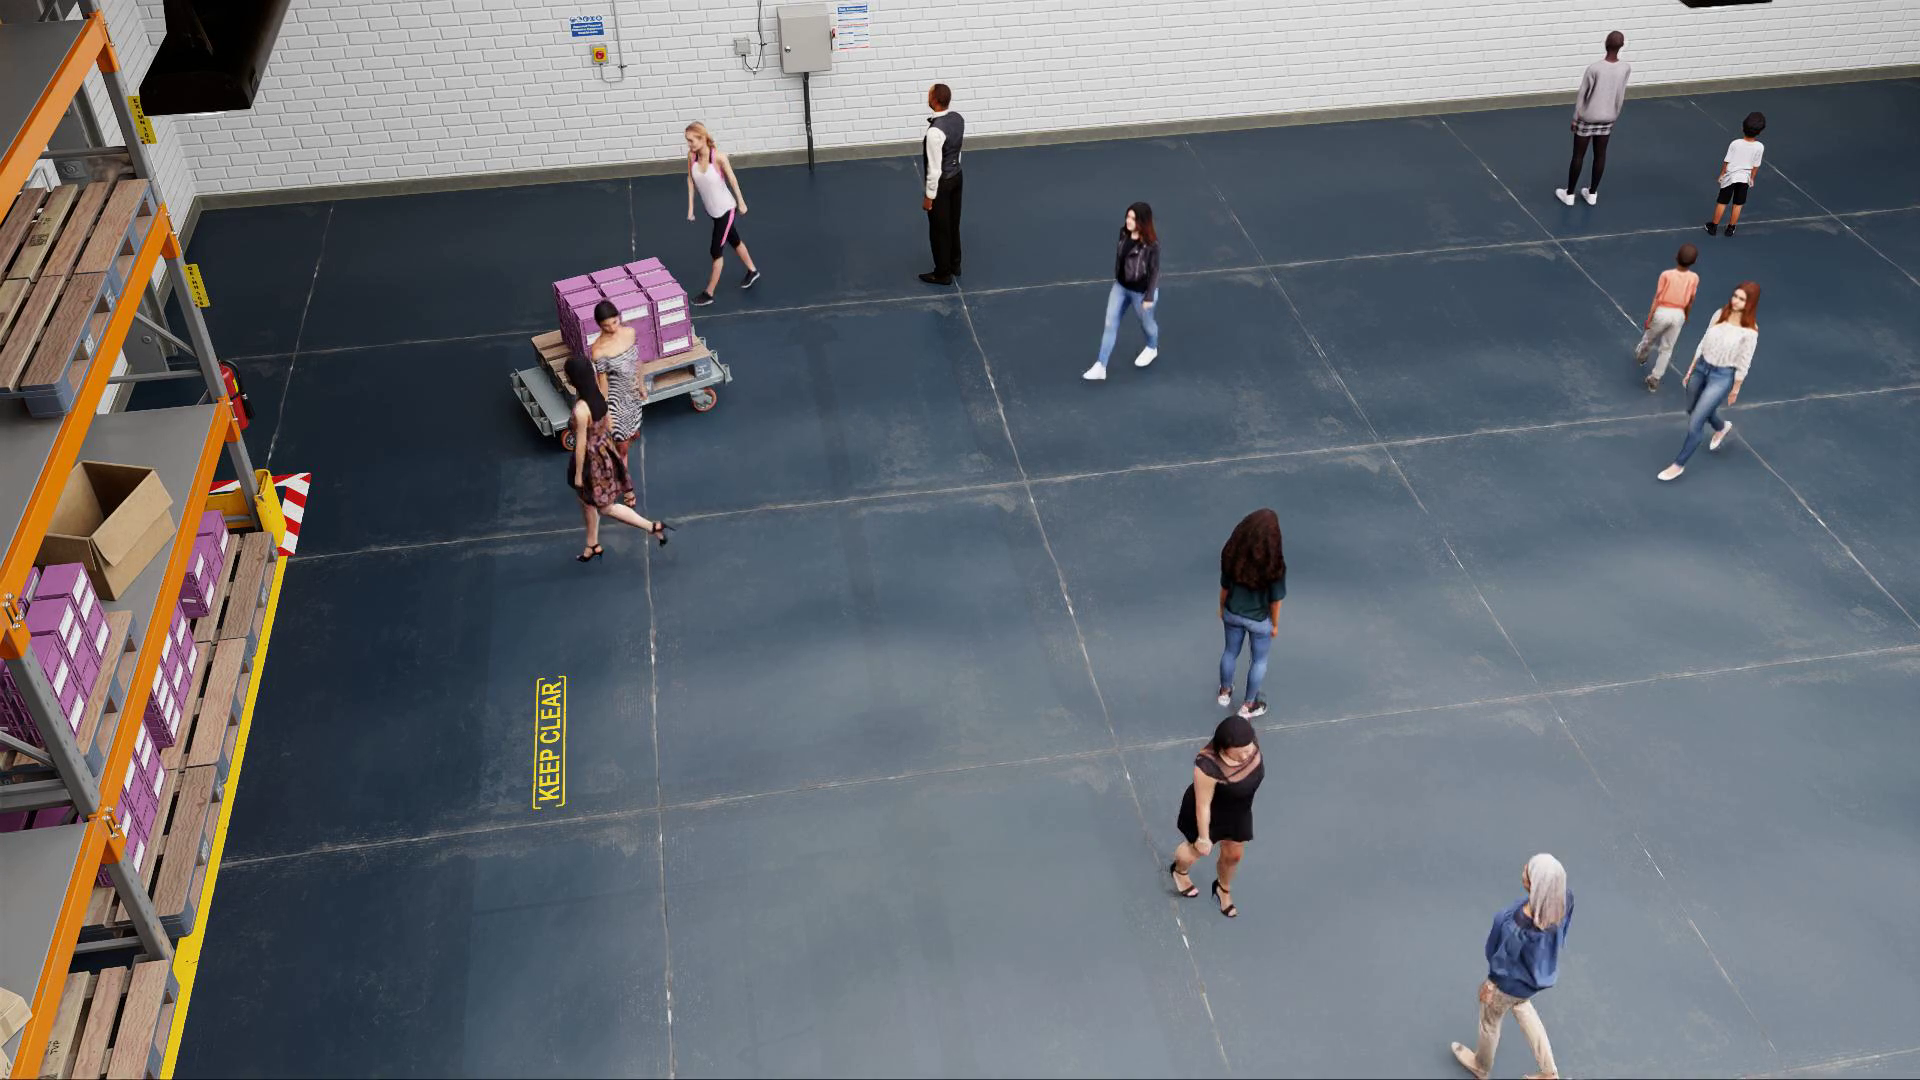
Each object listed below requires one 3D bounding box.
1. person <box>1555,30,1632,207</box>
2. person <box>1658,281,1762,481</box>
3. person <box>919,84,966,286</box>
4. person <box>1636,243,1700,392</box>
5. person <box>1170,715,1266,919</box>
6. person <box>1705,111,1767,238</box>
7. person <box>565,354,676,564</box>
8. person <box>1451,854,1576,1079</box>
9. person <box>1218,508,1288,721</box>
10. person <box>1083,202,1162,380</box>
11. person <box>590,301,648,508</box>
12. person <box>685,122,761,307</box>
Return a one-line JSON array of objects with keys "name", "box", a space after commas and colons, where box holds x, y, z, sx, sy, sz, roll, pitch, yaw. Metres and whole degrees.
[{"name": "person", "box": [6.321, -4.178, 16.503, 0.627, 1.770, 0.541, -2, 39, -3]}, {"name": "person", "box": [5.908, -1.272, 12.915, 0.796, 1.706, 1.007, -16, 41, -19]}, {"name": "person", "box": [-0.153, -3.260, 15.234, 0.839, 1.919, 0.752, 19, 43, 23]}, {"name": "person", "box": [5.957, -1.847, 13.970, 0.721, 1.288, 0.911, 9, 39, 11]}, {"name": "person", "box": [1.416, 1.496, 9.472, 0.876, 1.677, 0.822, 28, 47, 31]}, {"name": "person", "box": [7.541, -3.541, 16.112, 0.563, 1.261, 0.596, 9, 39, 11]}, {"name": "person", "box": [-2.535, -0.528, 11.949, 0.820, 1.748, 0.991, -1, 39, -1]}, {"name": "person", "box": [2.922, 2.285, 8.480, 0.814, 1.682, 0.940, -25, 45, -28]}, {"name": "person", "box": [1.879, 0.482, 10.790, 0.714, 1.617, 0.763, 16, 41, 19]}, {"name": "person", "box": [1.532, -2.117, 14.066, 1.089, 1.590, 1.125, -32, 48, -33]}, {"name": "person", "box": [-2.570, -1.040, 12.551, 0.869, 1.797, 0.809, 16, 41, 19]}, {"name": "person", "box": [-2.095, -3.005, 15.074, 1.078, 1.720, 1.118, 19, 42, 22]}]
